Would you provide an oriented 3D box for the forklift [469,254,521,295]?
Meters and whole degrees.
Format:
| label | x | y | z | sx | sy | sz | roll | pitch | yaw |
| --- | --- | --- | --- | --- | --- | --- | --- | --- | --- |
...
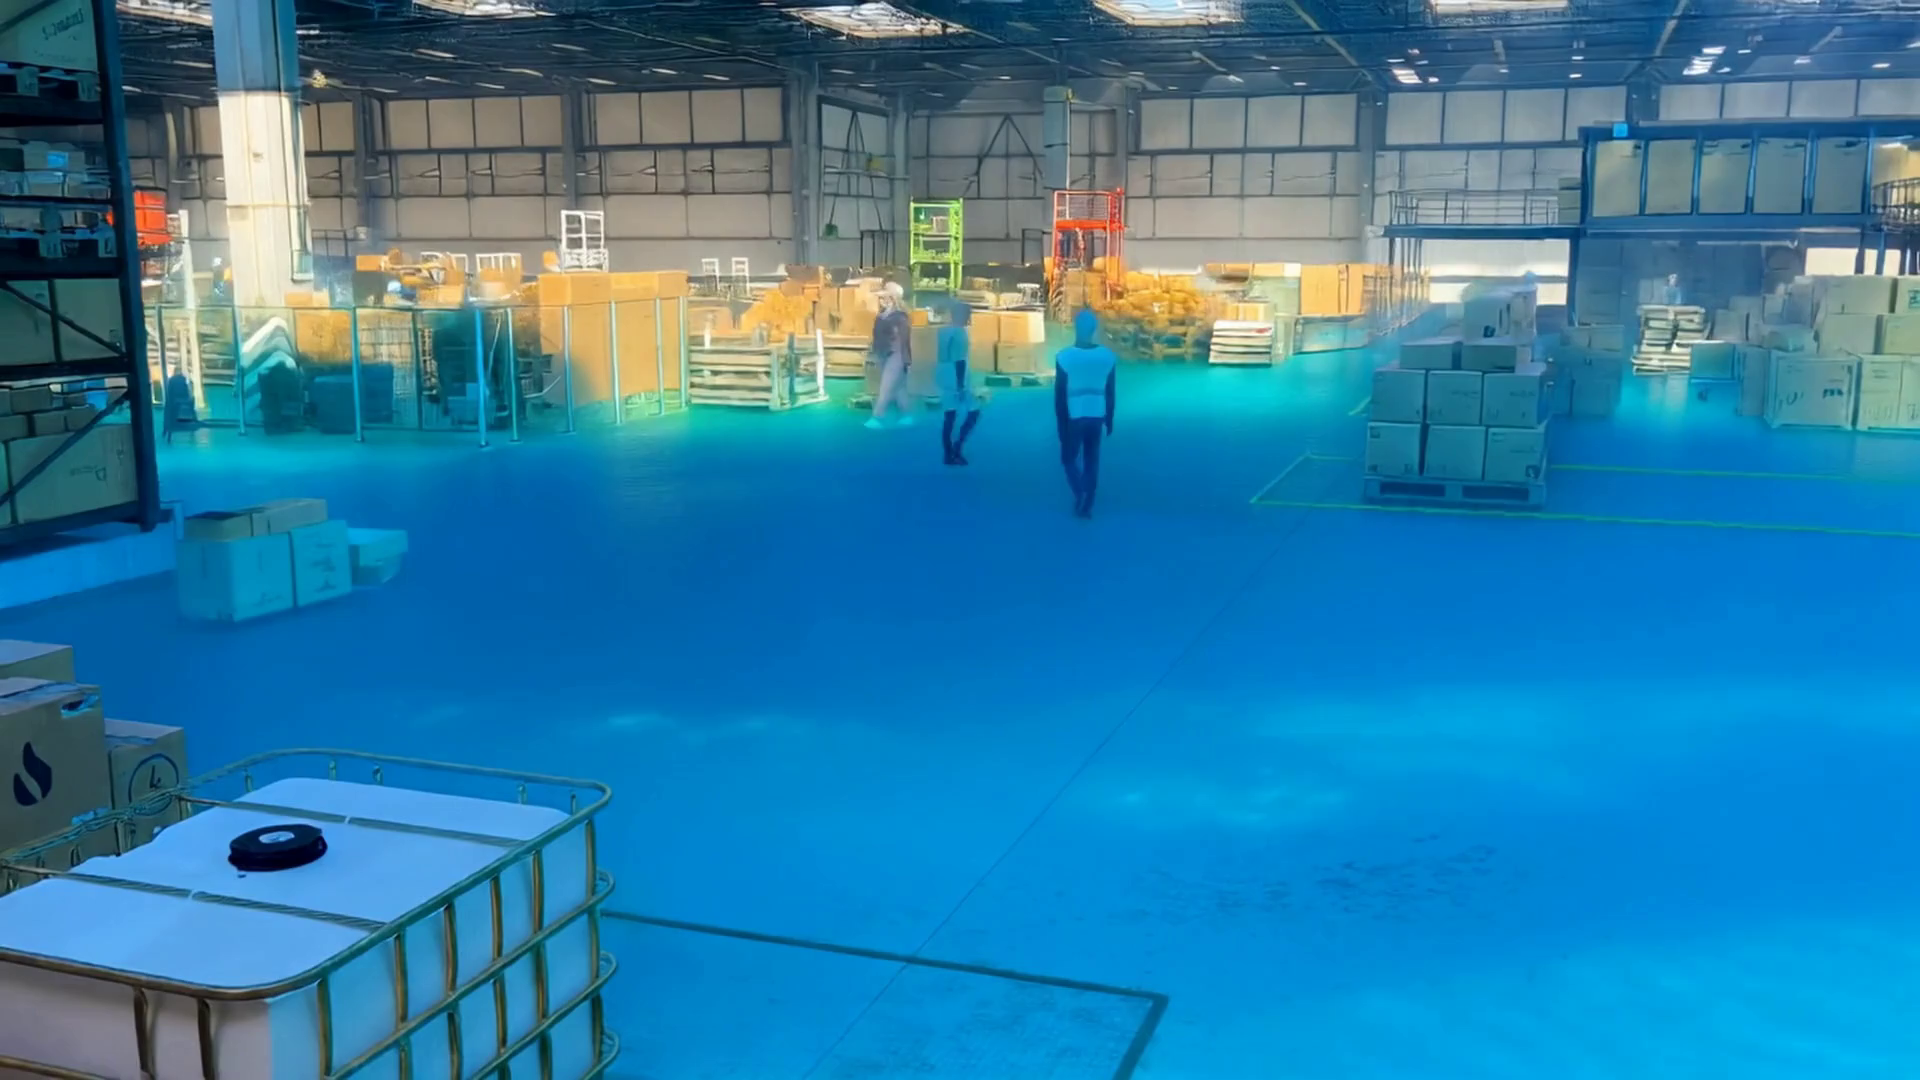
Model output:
| label | x | y | z | sx | sy | sz | roll | pitch | yaw |
| --- | --- | --- | --- | --- | --- | --- | --- | --- | --- |
| forklift | -17.990 | -10.121 | 64.684 | 1.157 | 1.987 | 2.680 | 3 | 11 | 17 |

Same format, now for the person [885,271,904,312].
| label | x | y | z | sx | sy | sz | roll | pitch | yaw |
| --- | --- | --- | --- | --- | --- | --- | --- | --- | --- |
| person | -1.592 | -5.409 | 39.344 | 0.541 | 1.872 | 1.026 | -7 | 12 | -33 |

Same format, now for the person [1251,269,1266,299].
| label | x | y | z | sx | sy | sz | roll | pitch | yaw |
| --- | --- | --- | --- | --- | --- | --- | --- | --- | --- |
| person | 9.706 | -7.950 | 54.103 | 0.486 | 1.733 | 0.386 | 3 | 10 | 15 |

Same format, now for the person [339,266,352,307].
| label | x | y | z | sx | sy | sz | roll | pitch | yaw |
| --- | --- | --- | --- | --- | --- | --- | --- | --- | --- |
| person | -21.361 | -8.629 | 57.821 | 0.436 | 1.752 | 0.547 | -2 | 10 | -11 |

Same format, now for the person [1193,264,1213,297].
| label | x | y | z | sx | sy | sz | roll | pitch | yaw |
| --- | --- | --- | --- | --- | --- | --- | --- | --- | --- |
| person | 6.563 | -6.523 | 45.354 | 0.644 | 1.968 | 0.726 | 8 | 13 | 39 |

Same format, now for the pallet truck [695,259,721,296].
| label | x | y | z | sx | sy | sz | roll | pitch | yaw |
| --- | --- | --- | --- | --- | --- | --- | --- | --- | --- |
| pallet truck | -9.165 | -9.627 | 62.776 | 0.823 | 1.965 | 1.885 | 4 | 11 | 23 |

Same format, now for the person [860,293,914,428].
| label | x | y | z | sx | sy | sz | roll | pitch | yaw |
| --- | --- | --- | --- | --- | --- | --- | --- | --- | --- |
| person | -0.991 | -2.479 | 22.940 | 1.017 | 1.852 | 0.670 | -8 | 13 | -36 |

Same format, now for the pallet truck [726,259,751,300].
| label | x | y | z | sx | sy | sz | roll | pitch | yaw |
| --- | --- | --- | --- | --- | --- | --- | --- | --- | --- |
| pallet truck | -7.986 | -9.493 | 62.019 | 0.823 | 1.965 | 1.885 | 3 | 11 | 17 |

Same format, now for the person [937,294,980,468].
| label | x | y | z | sx | sy | sz | roll | pitch | yaw |
| --- | --- | --- | --- | --- | --- | --- | --- | --- | --- |
| person | -0.029 | -1.774 | 18.673 | 0.427 | 1.948 | 0.616 | -7 | 12 | -33 |

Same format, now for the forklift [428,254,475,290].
| label | x | y | z | sx | sy | sz | roll | pitch | yaw |
| --- | --- | --- | --- | --- | --- | --- | --- | --- | --- |
| forklift | -20.133 | -10.254 | 65.465 | 1.157 | 1.987 | 2.680 | 3 | 11 | 19 |

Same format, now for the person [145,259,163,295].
| label | x | y | z | sx | sy | sz | roll | pitch | yaw |
| --- | --- | --- | --- | --- | --- | --- | --- | --- | --- |
| person | -26.854 | -8.328 | 55.366 | 0.631 | 2.031 | 0.563 | 2 | 10 | 13 |

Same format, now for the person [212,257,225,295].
| label | x | y | z | sx | sy | sz | roll | pitch | yaw |
| --- | --- | --- | --- | --- | --- | --- | --- | --- | --- |
| person | -30.351 | -10.577 | 68.127 | 0.622 | 1.993 | 0.381 | 5 | 11 | 28 |

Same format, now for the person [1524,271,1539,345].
| label | x | y | z | sx | sy | sz | roll | pitch | yaw |
| --- | --- | --- | --- | --- | --- | --- | --- | --- | --- |
| person | 14.063 | -5.745 | 41.349 | 0.771 | 1.846 | 0.629 | -4 | 11 | -22 |

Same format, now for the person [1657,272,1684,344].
| label | x | y | z | sx | sy | sz | roll | pitch | yaw |
| --- | --- | --- | --- | --- | --- | --- | --- | --- | --- |
| person | 15.946 | -5.072 | 37.409 | 0.566 | 1.888 | 0.951 | 7 | 12 | 35 |

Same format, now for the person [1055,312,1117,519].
| label | x | y | z | sx | sy | sz | roll | pitch | yaw |
| --- | --- | --- | --- | --- | --- | --- | --- | --- | --- |
| person | 1.144 | -1.111 | 15.086 | 0.594 | 1.903 | 0.511 | -2 | 10 | -12 |
